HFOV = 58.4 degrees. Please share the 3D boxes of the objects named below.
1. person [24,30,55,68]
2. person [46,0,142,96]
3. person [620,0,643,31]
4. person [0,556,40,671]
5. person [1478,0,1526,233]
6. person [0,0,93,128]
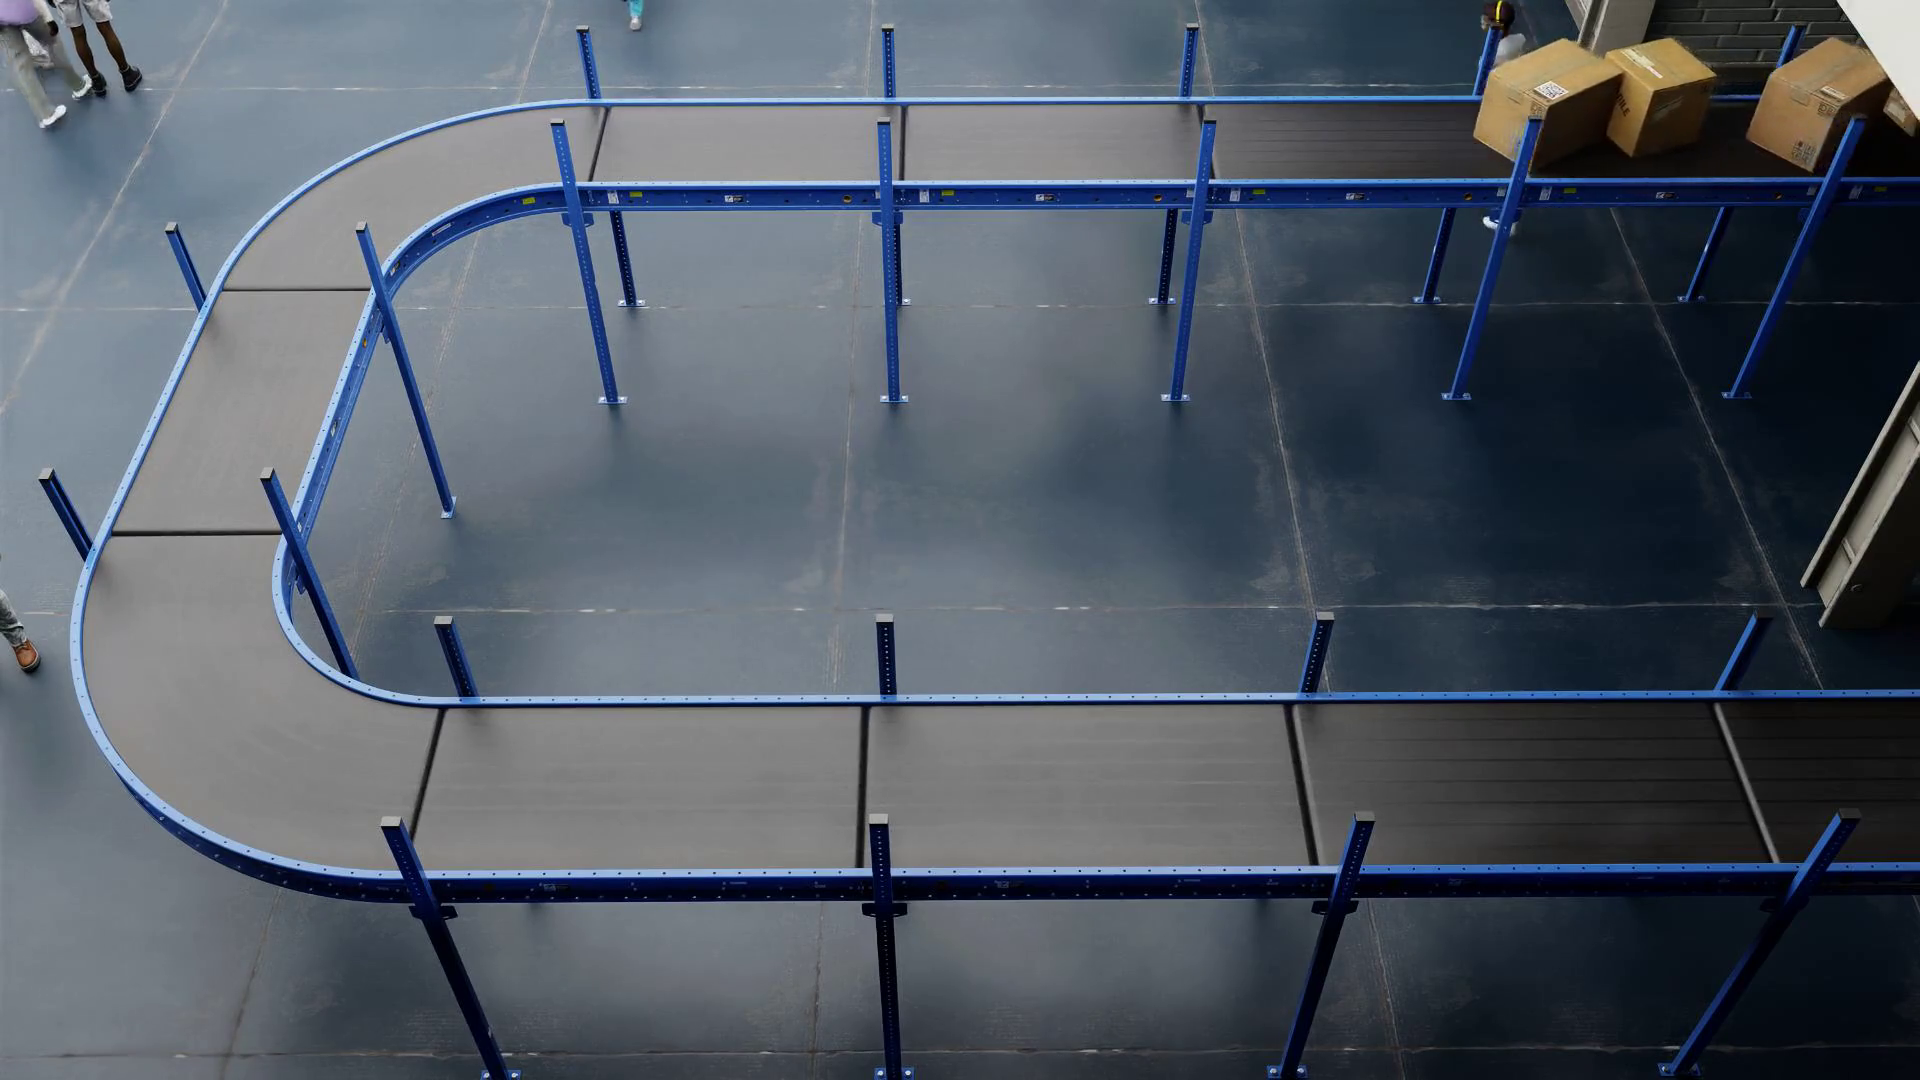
[{"bbox_3d":[-8.130,-4.862,14.534,0.592,1.871,0.479,33,55,27],"label":"person"},{"bbox_3d":[-7.357,-4.610,14.261,0.550,1.943,0.391,-14,48,-12],"label":"person"},{"bbox_3d":[-2.985,-5.427,15.097,0.562,1.822,0.536,0,47,0],"label":"person"},{"bbox_3d":[-5.876,0.097,9.863,0.635,1.936,0.354,-22,51,-19],"label":"person"},{"bbox_3d":[4.036,-3.244,13.068,0.995,1.815,0.556,33,55,27],"label":"person"},{"bbox_3d":[-7.701,-4.378,14.083,0.669,1.867,0.844,0,47,0],"label":"person"}]
